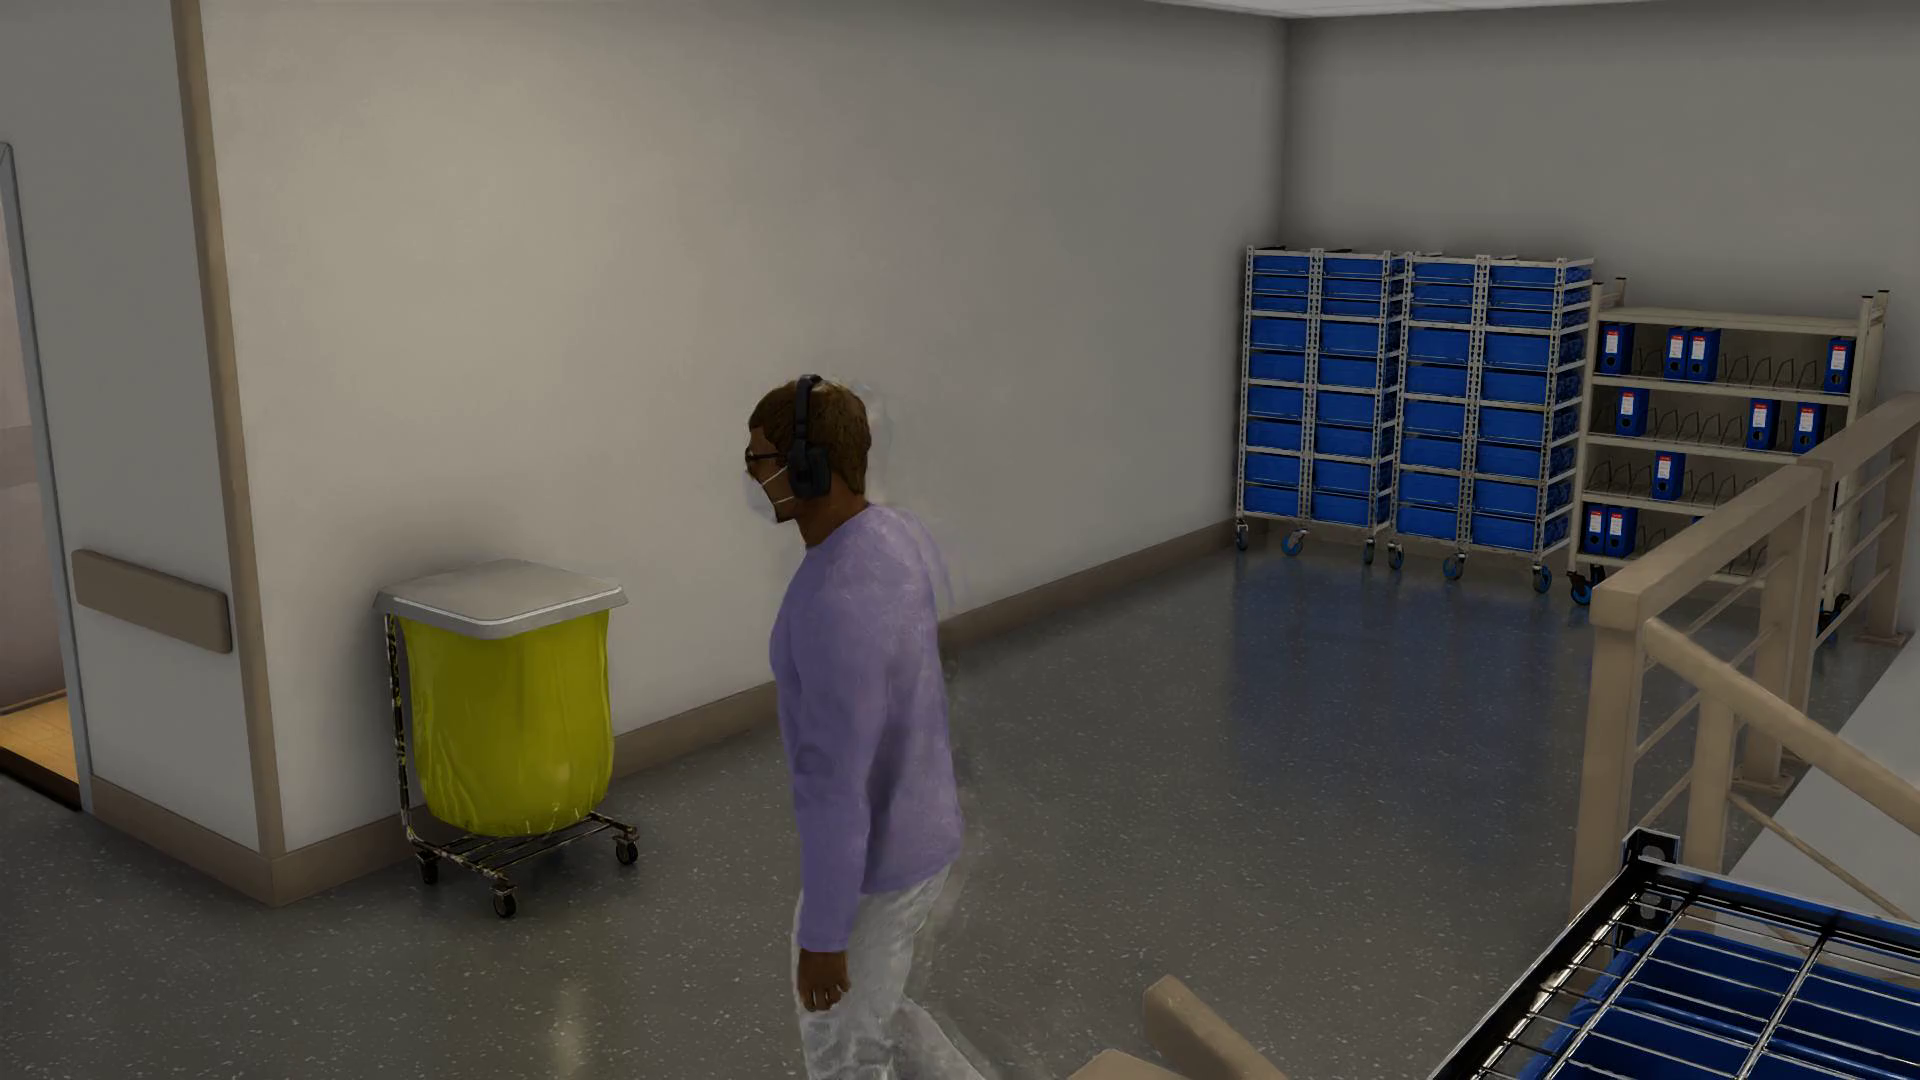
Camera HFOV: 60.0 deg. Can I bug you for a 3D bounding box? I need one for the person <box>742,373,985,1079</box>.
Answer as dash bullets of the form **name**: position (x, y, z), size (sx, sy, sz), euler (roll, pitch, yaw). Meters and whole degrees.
- **person**: position (-0.144, 0.625, 3.278), size (0.535, 1.918, 0.671), euler (1, 13, 3)
